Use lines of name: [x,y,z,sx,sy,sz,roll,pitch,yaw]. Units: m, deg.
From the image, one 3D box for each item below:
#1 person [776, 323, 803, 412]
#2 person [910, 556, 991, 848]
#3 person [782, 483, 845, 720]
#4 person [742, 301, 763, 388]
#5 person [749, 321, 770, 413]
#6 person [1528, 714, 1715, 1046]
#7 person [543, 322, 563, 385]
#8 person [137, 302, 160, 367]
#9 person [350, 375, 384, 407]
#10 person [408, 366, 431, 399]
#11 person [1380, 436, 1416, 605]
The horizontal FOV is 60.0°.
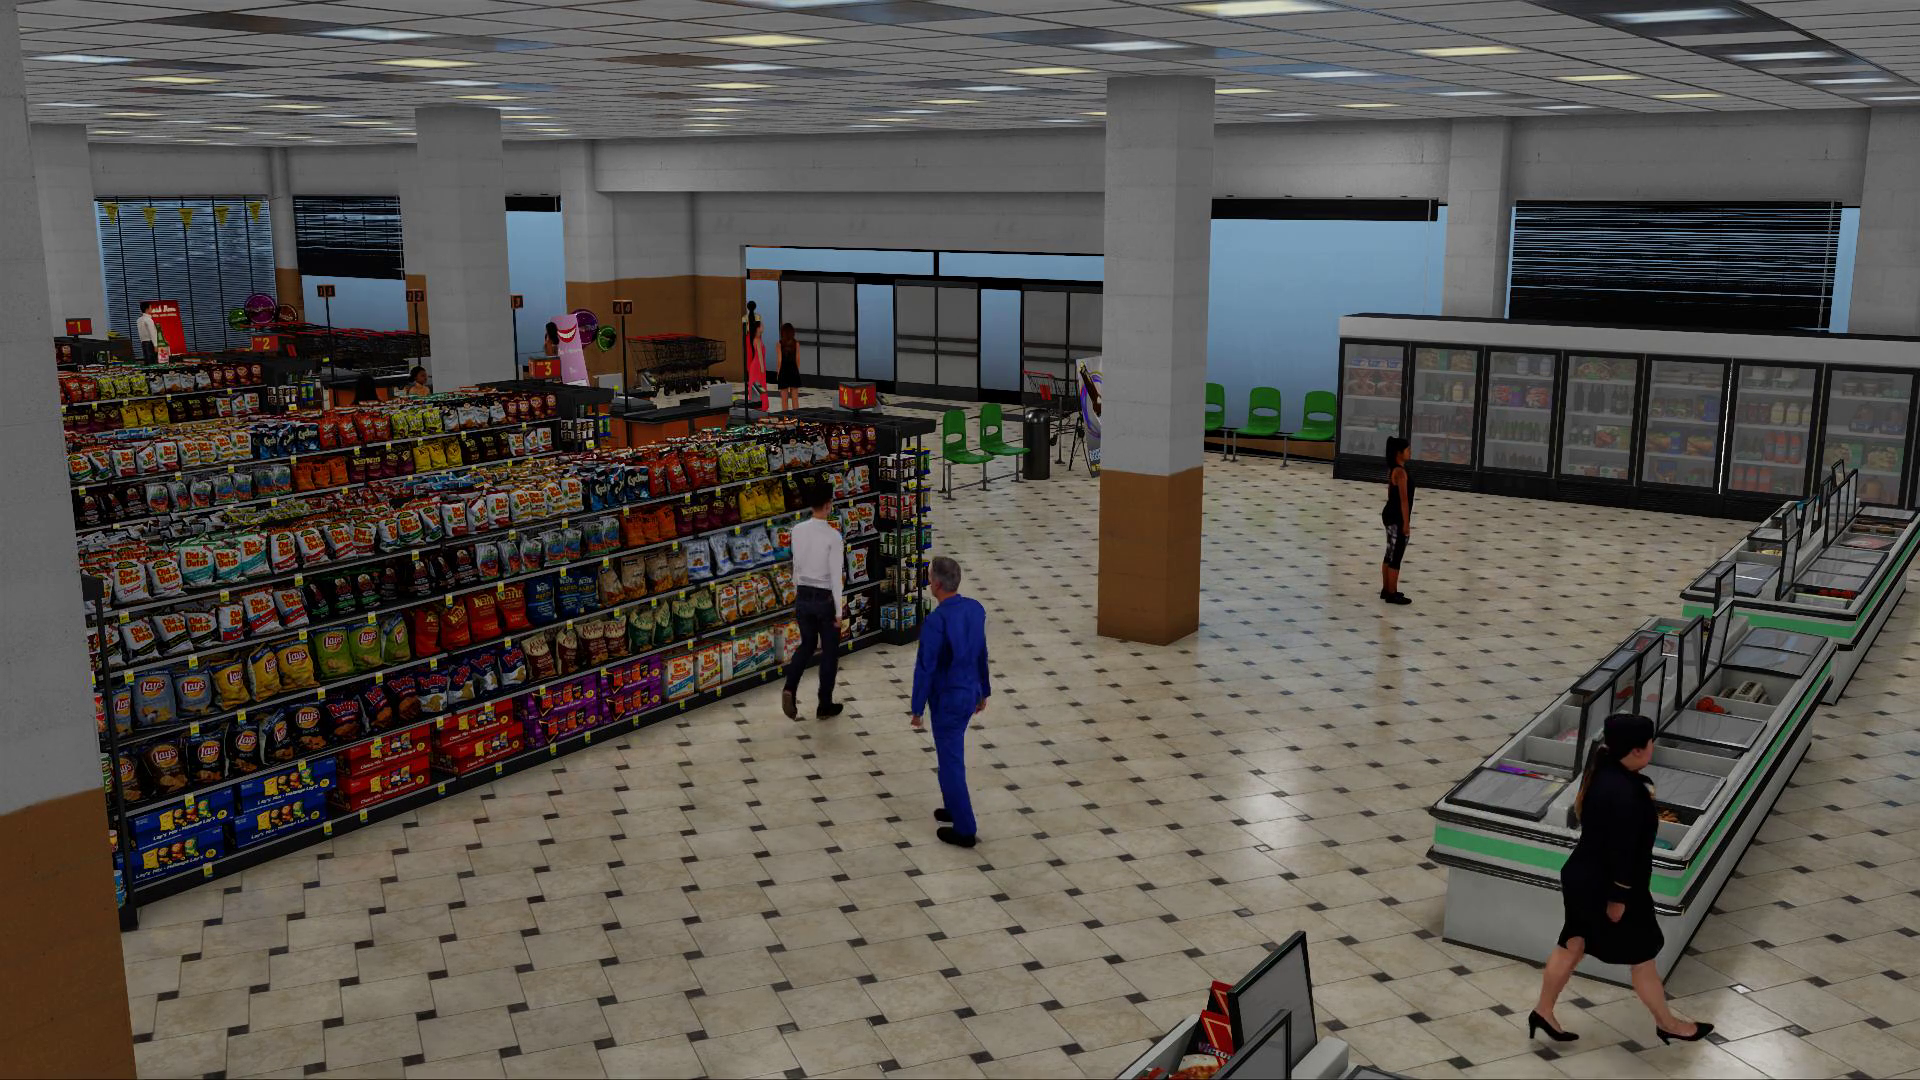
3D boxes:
person: [-2.904,-2.763,28.204,0.626,1.835,0.722,-5,13,-22]
person: [0.029,1.016,10.308,0.840,1.813,0.651,9,15,38]
person: [-1.140,0.503,12.662,0.689,1.848,0.925,6,13,27]
person: [-4.301,-4.076,34.541,0.639,1.793,0.743,-5,13,-22]
person: [-3.650,-3.102,30.073,0.748,1.727,0.713,-4,13,-19]
person: [2.947,1.637,7.795,1.096,1.634,1.131,1,12,5]
person: [-7.535,-3.216,30.816,0.784,1.645,0.641,2,12,7]
person: [-16.491,-3.932,33.812,0.665,1.811,0.541,9,15,36]
person: [-7.639,-1.290,21.520,0.655,1.706,0.727,-3,12,-13]
person: [-7.431,-1.577,23.010,0.705,1.653,0.579,3,12,15]
person: [4.332,-0.210,16.502,0.713,1.661,0.626,0,12,-2]
